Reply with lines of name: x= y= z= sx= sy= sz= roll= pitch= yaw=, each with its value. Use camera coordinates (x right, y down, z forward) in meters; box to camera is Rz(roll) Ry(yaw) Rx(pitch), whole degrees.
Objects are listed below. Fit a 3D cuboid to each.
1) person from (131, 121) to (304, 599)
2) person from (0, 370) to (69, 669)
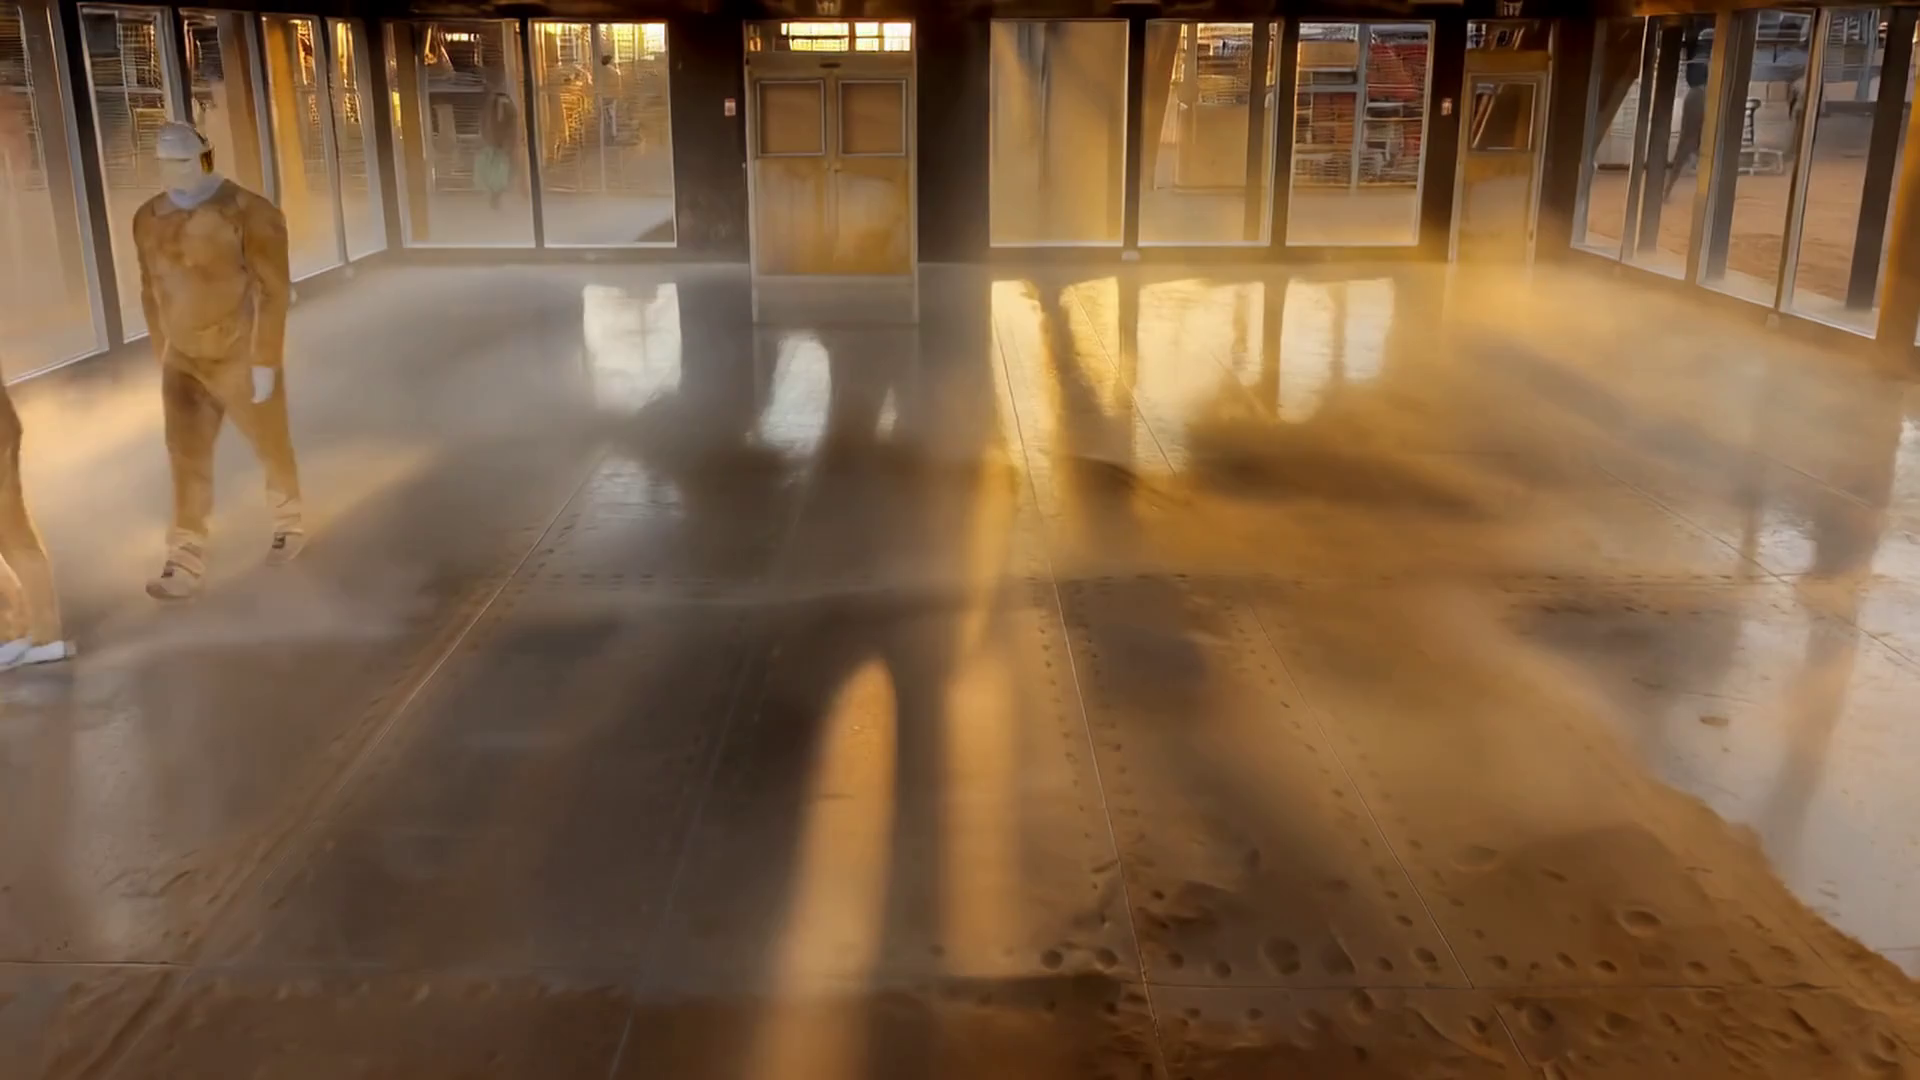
person: x=-2.979 y=-0.719 z=6.653 sx=0.638 sy=1.851 sz=0.992 roll=0 pitch=16 yaw=-1
person: x=-3.382 y=-0.303 z=5.648 sx=0.486 sy=1.617 sz=0.516 roll=-5 pitch=17 yaw=-16
